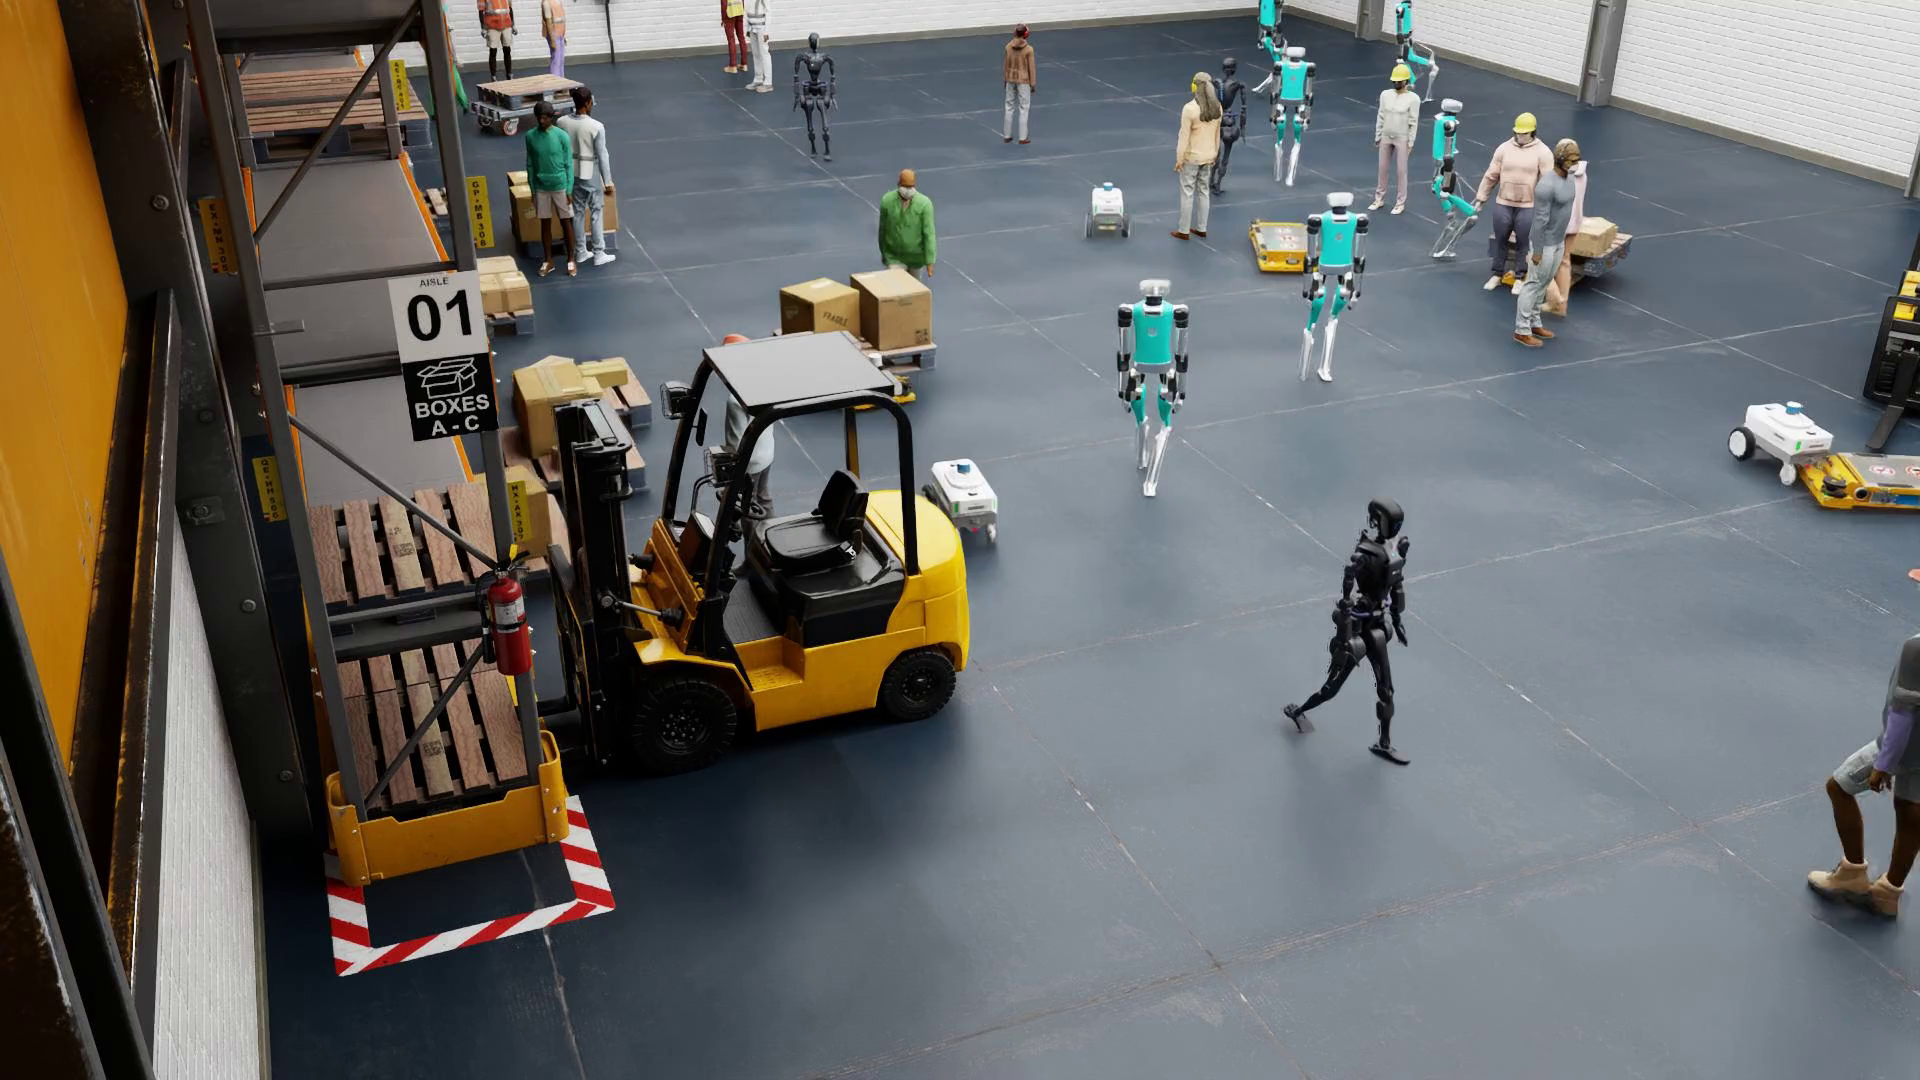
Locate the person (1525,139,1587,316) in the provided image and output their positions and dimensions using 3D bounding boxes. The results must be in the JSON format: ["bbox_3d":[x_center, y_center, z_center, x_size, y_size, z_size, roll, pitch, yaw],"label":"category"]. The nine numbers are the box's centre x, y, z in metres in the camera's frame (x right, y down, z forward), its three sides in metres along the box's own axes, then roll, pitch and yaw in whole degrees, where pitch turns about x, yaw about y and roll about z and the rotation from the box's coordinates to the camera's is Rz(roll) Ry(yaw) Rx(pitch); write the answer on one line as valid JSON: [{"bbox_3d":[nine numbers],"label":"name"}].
[{"bbox_3d":[5.910,-3.061,16.419,0.546,1.758,0.474,-16,31,-29],"label":"person"}]

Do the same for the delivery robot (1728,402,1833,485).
[{"bbox_3d":[6.586,-0.815,13.289,0.499,0.594,0.778,-5,27,-10],"label":"delivery robot"}]

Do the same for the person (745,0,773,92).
[{"bbox_3d":[-3.174,-8.015,26.131,0.337,1.882,0.583,-19,32,-33],"label":"person"}]

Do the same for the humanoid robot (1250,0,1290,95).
[{"bbox_3d":[4.899,-7.737,25.727,0.982,1.736,0.543,-13,30,-25],"label":"humanoid robot"}]

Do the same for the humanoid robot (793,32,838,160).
[{"bbox_3d":[-1.935,-5.922,22.194,0.602,1.648,0.357,-1,27,-2],"label":"humanoid robot"}]

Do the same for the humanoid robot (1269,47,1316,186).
[{"bbox_3d":[4.176,-5.340,21.040,0.531,1.840,0.734,5,27,10],"label":"humanoid robot"}]

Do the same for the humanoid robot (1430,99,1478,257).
[{"bbox_3d":[5.415,-3.852,18.060,0.693,1.839,0.541,1,27,2],"label":"humanoid robot"}]

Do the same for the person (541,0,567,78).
[{"bbox_3d":[-6.227,-7.734,25.617,0.391,1.846,0.563,2,27,4],"label":"person"}]

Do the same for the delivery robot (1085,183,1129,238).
[{"bbox_3d":[1.707,-3.821,19.276,0.499,0.601,0.775,1,27,3],"label":"delivery robot"}]

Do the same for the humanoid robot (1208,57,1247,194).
[{"bbox_3d":[3.288,-5.154,20.678,0.585,1.645,0.417,17,31,30],"label":"humanoid robot"}]

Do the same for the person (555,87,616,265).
[{"bbox_3d":[-4.039,-3.917,17.959,0.598,1.909,0.400,10,28,20],"label":"person"}]

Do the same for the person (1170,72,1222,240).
[{"bbox_3d":[2.703,-4.338,18.846,0.571,1.866,0.415,-16,31,-28],"label":"person"}]

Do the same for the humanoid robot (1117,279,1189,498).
[{"bbox_3d":[1.478,-1.195,12.822,0.548,1.870,0.825,4,27,7],"label":"humanoid robot"}]

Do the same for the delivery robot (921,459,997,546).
[{"bbox_3d":[0.023,-0.311,12.295,0.499,0.602,0.795,-7,27,-13],"label":"delivery robot"}]

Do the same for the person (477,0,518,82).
[{"bbox_3d":[-7.299,-8.138,26.289,0.611,1.961,0.362,-21,33,-35],"label":"person"}]

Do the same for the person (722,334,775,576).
[{"bbox_3d":[-1.477,-0.587,11.517,0.351,1.740,0.570,8,28,15],"label":"person"}]

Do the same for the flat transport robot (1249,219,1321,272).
[{"bbox_3d":[3.613,-3.271,18.493,0.659,0.231,1.431,2,27,3],"label":"flat transport robot"}]

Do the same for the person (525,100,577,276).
[{"bbox_3d":[-4.334,-3.734,17.658,0.493,1.849,0.397,0,27,1],"label":"person"}]

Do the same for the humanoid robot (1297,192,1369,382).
[{"bbox_3d":[3.286,-2.254,14.867,0.537,1.836,0.666,1,27,2],"label":"humanoid robot"}]

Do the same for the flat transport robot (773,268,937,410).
[{"bbox_3d":[-0.961,-1.521,15.012,0.659,0.231,1.431,-11,29,-21],"label":"flat transport robot"}]

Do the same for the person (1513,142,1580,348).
[{"bbox_3d":[5.548,-2.795,15.692,0.351,1.936,0.634,21,33,35],"label":"person"}]

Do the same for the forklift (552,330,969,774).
[{"bbox_3d":[-1.094,0.010,9.831,2.313,2.155,1.214,-10,28,-20],"label":"forklift"}]

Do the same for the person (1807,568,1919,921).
[{"bbox_3d":[4.601,0.942,8.158,0.647,2.025,0.576,-14,30,-26],"label":"person"}]

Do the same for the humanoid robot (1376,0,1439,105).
[{"bbox_3d":[6.864,-7.299,24.940,1.077,1.755,0.556,13,29,24],"label":"humanoid robot"}]

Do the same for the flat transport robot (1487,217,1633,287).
[{"bbox_3d":[6.403,-2.952,17.860,0.659,0.231,1.431,19,33,33],"label":"flat transport robot"}]

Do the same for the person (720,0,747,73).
[{"bbox_3d":[-3.750,-8.642,27.508,0.466,1.768,0.384,-22,34,-36],"label":"person"}]

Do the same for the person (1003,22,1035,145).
[{"bbox_3d":[0.813,-6.302,22.990,0.474,1.641,0.333,11,29,21],"label":"person"}]

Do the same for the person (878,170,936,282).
[{"bbox_3d":[-0.497,-2.692,15.755,0.547,1.706,1.024,-1,27,-2],"label":"person"}]

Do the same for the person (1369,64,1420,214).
[{"bbox_3d":[5.185,-4.778,19.835,0.524,1.760,0.339,21,34,36],"label":"person"}]

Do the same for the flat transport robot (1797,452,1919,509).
[{"bbox_3d":[7.322,-0.425,12.832,1.431,0.231,0.659,4,27,7],"label":"flat transport robot"}]

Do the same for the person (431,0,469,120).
[{"bbox_3d":[-7.478,-7.105,24.404,0.876,1.808,0.529,-12,29,-22],"label":"person"}]

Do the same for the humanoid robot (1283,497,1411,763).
[{"bbox_3d":[2.286,0.483,9.514,0.607,1.637,0.770,-21,34,-36],"label":"humanoid robot"}]

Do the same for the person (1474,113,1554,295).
[{"bbox_3d":[5.742,-3.479,17.146,0.819,1.855,0.435,15,30,27],"label":"person"}]

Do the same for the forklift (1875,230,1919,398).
[{"bbox_3d":[9.029,-2.397,14.618,1.214,2.155,2.313,18,32,32],"label":"forklift"}]
